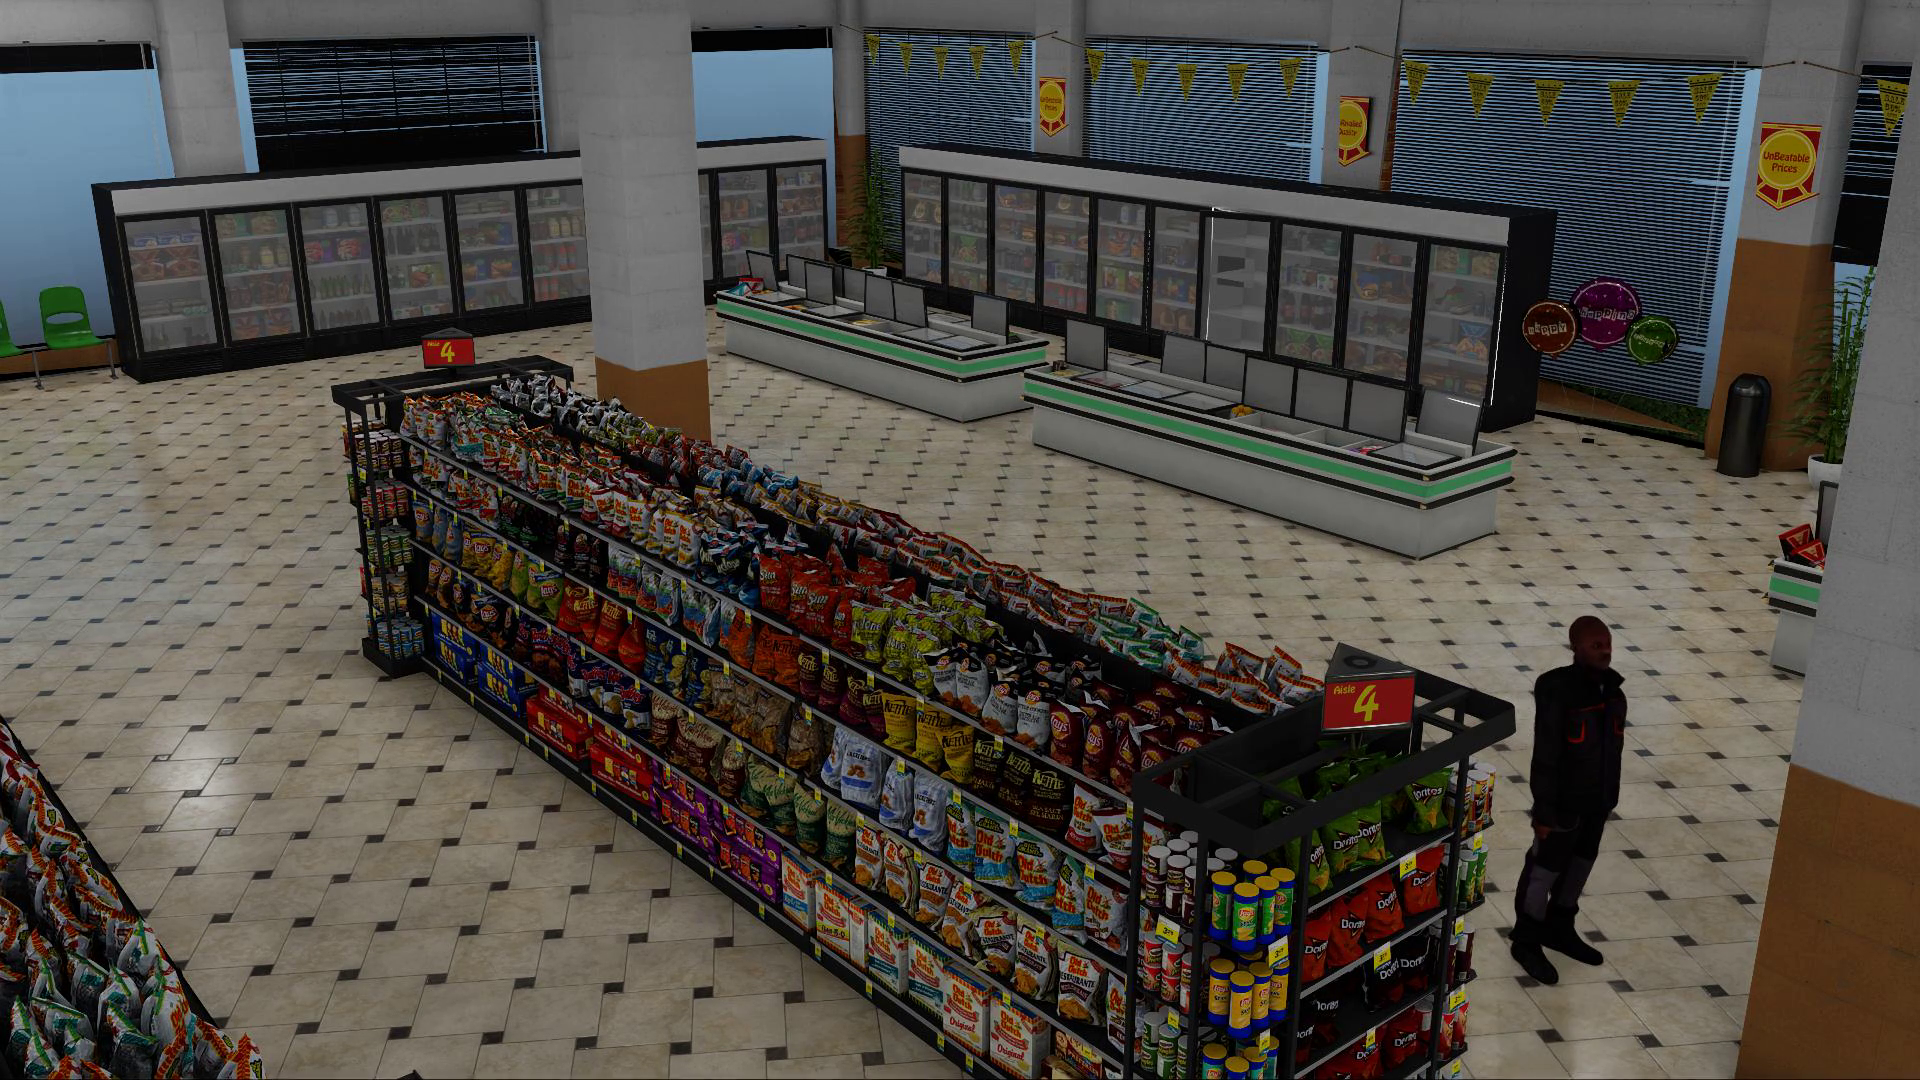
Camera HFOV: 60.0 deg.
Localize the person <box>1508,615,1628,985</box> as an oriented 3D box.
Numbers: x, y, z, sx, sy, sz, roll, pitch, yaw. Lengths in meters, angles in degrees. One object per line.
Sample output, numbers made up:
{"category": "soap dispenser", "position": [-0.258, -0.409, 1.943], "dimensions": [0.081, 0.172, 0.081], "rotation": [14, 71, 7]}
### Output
{"category": "person", "position": [2.944, 1.211, 8.033], "dimensions": [0.735, 1.825, 0.648], "rotation": [-11, 22, -30]}
